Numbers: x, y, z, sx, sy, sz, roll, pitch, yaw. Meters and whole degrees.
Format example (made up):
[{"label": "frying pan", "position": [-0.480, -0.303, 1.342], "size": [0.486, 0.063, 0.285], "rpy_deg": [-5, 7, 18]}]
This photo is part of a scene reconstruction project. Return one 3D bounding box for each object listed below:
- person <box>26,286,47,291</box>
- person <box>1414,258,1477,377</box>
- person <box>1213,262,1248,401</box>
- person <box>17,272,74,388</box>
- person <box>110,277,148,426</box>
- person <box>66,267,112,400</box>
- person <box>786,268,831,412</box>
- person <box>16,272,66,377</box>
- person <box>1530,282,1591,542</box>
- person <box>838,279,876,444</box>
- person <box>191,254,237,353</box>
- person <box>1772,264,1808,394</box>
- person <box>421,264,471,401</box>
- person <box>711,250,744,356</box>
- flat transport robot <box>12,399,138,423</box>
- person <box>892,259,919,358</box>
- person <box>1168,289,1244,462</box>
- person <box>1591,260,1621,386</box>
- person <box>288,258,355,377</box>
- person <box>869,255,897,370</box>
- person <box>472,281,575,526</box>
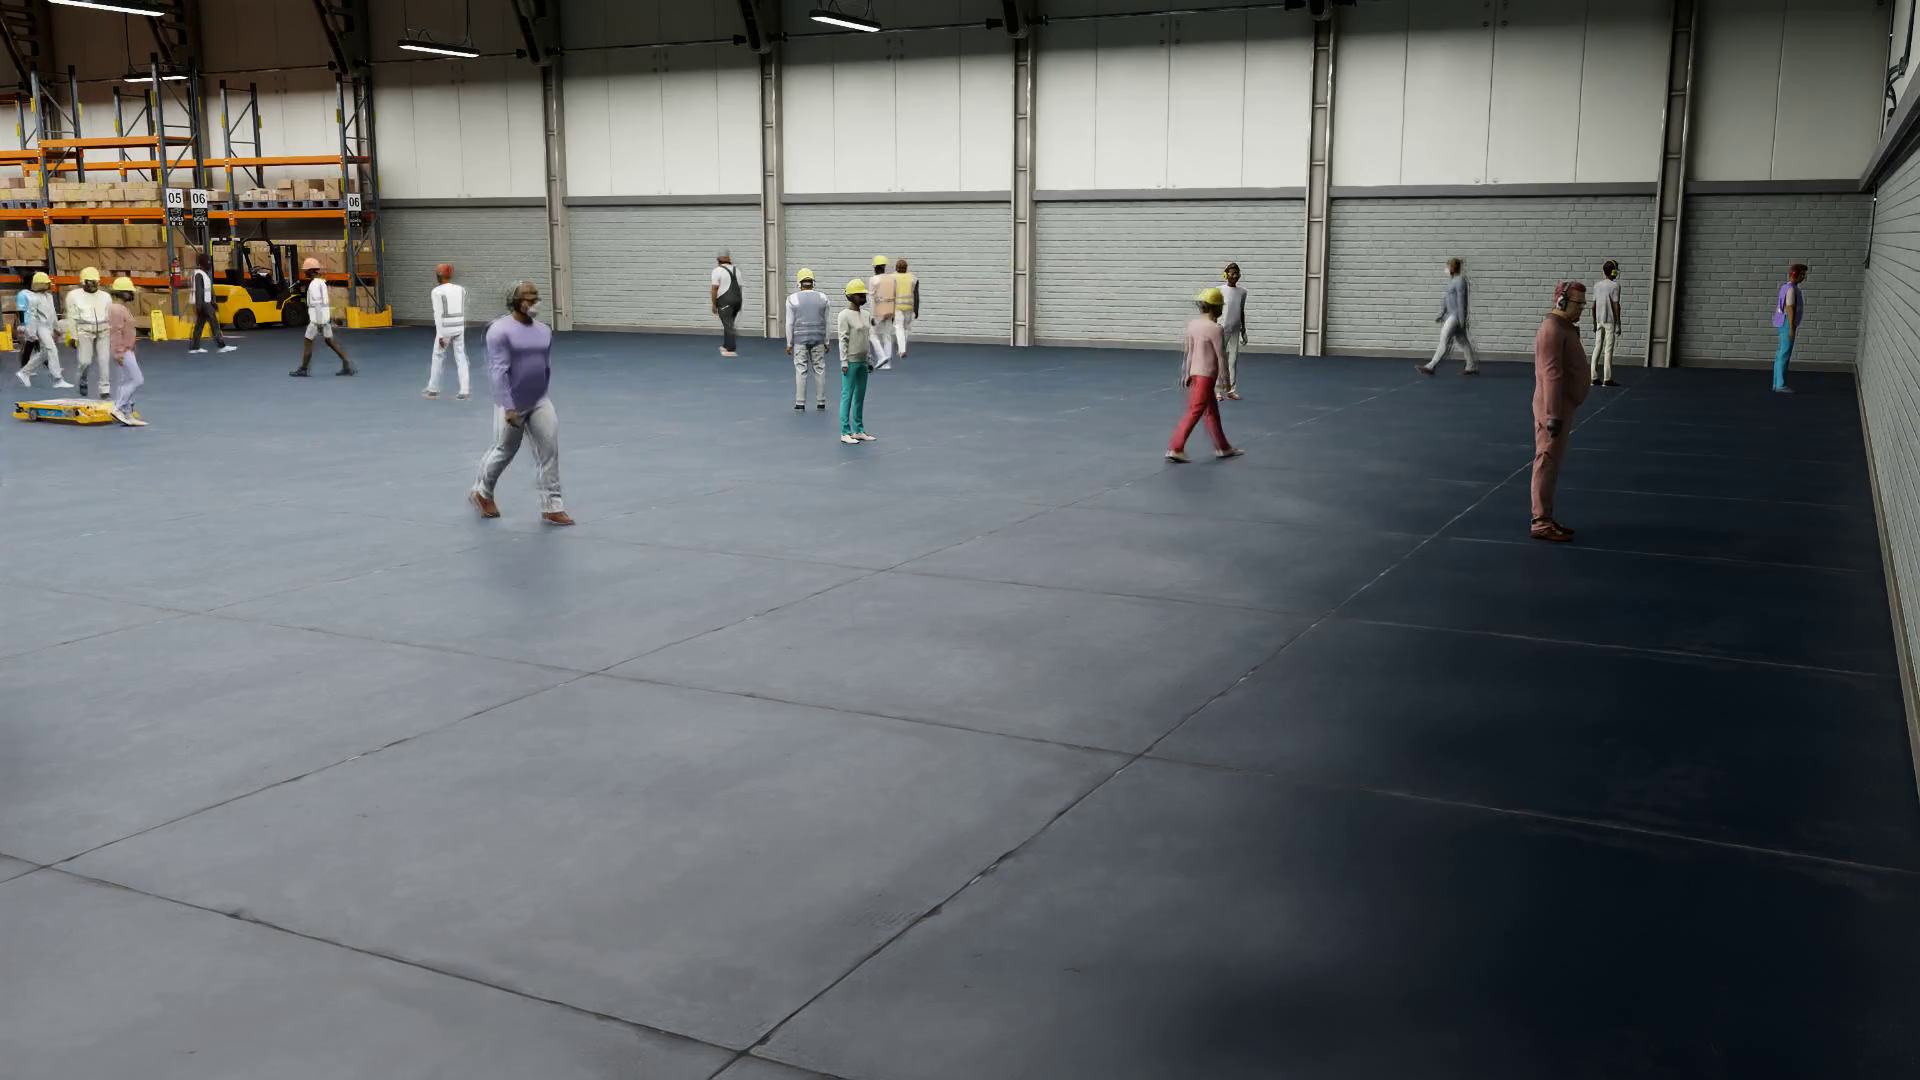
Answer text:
[{"label": "person", "position": [-24.759, -6.876, 44.576], "size": [0.391, 1.919, 0.585], "rpy_deg": [5, 11, 25]}, {"label": "person", "position": [7.766, -3.517, 26.350], "size": [1.031, 1.880, 0.654], "rpy_deg": [1, 10, 8]}, {"label": "person", "position": [3.676, -2.831, 22.644], "size": [0.517, 1.874, 0.328], "rpy_deg": [-3, 11, -18]}, {"label": "person", "position": [-13.557, -3.095, 24.507], "size": [0.799, 1.716, 0.486], "rpy_deg": [0, 10, -2]}, {"label": "person", "position": [-9.732, -2.192, 19.457], "size": [0.364, 1.751, 0.551], "rpy_deg": [-3, 11, -17]}, {"label": "person", "position": [-11.776, -2.794, 22.577], "size": [0.566, 1.817, 0.610], "rpy_deg": [10, 15, 44]}, {"label": "person", "position": [-1.935, -2.539, 21.179], "size": [0.586, 1.826, 0.403], "rpy_deg": [-4, 11, -19]}, {"label": "person", "position": [-14.594, -3.412, 26.364], "size": [0.837, 1.657, 0.540], "rpy_deg": [-1, 10, -3]}, {"label": "person", "position": [4.442, -0.950, 12.310], "size": [0.405, 1.903, 0.636], "rpy_deg": [5, 11, 23]}, {"label": "person", "position": [-1.122, -1.936, 18.042], "size": [0.304, 1.772, 0.529], "rpy_deg": [6, 12, 32]}, {"label": "person", "position": [-14.324, -4.517, 31.811], "size": [0.927, 1.879, 0.616], "rpy_deg": [-4, 11, -19]}, {"label": "person", "position": [11.798, -3.010, 23.711], "size": [0.388, 1.838, 0.563], "rpy_deg": [4, 11, 19]}, {"label": "person", "position": [-7.033, -2.826, 22.687], "size": [0.908, 1.845, 0.584], "rpy_deg": [7, 13, 35]}, {"label": "person", "position": [-4.396, -4.482, 31.182], "size": [0.870, 2.000, 0.712], "rpy_deg": [7, 13, 35]}, {"label": "flat transport robot", "position": [-10.743, -1.577, 20.174], "size": [1.431, 0.197, 0.652], "rpy_deg": [5, 12, 27]}, {"label": "person", "position": [-1.073, -4.276, 30.716], "size": [0.634, 1.808, 0.930], "rpy_deg": [-3, 11, -15]}, {"label": "person", "position": [2.446, -1.631, 16.524], "size": [0.923, 1.718, 0.542], "rpy_deg": [-4, 11, -20]}, {"label": "person", "position": [9.647, -3.223, 24.786], "size": [0.328, 1.872, 0.514], "rpy_deg": [-6, 12, -28]}, {"label": "person", "position": [-10.166, -3.532, 26.435], "size": [0.999, 1.891, 0.565], "rpy_deg": [-1, 10, -5]}, {"label": "person", "position": [-1.308, -3.790, 27.763], "size": [0.599, 1.912, 0.418], "rpy_deg": [-9, 13, -39]}, {"label": "person", "position": [-3.456, -1.073, 13.009], "size": [0.982, 1.909, 0.625], "rpy_deg": [8, 13, 37]}]
